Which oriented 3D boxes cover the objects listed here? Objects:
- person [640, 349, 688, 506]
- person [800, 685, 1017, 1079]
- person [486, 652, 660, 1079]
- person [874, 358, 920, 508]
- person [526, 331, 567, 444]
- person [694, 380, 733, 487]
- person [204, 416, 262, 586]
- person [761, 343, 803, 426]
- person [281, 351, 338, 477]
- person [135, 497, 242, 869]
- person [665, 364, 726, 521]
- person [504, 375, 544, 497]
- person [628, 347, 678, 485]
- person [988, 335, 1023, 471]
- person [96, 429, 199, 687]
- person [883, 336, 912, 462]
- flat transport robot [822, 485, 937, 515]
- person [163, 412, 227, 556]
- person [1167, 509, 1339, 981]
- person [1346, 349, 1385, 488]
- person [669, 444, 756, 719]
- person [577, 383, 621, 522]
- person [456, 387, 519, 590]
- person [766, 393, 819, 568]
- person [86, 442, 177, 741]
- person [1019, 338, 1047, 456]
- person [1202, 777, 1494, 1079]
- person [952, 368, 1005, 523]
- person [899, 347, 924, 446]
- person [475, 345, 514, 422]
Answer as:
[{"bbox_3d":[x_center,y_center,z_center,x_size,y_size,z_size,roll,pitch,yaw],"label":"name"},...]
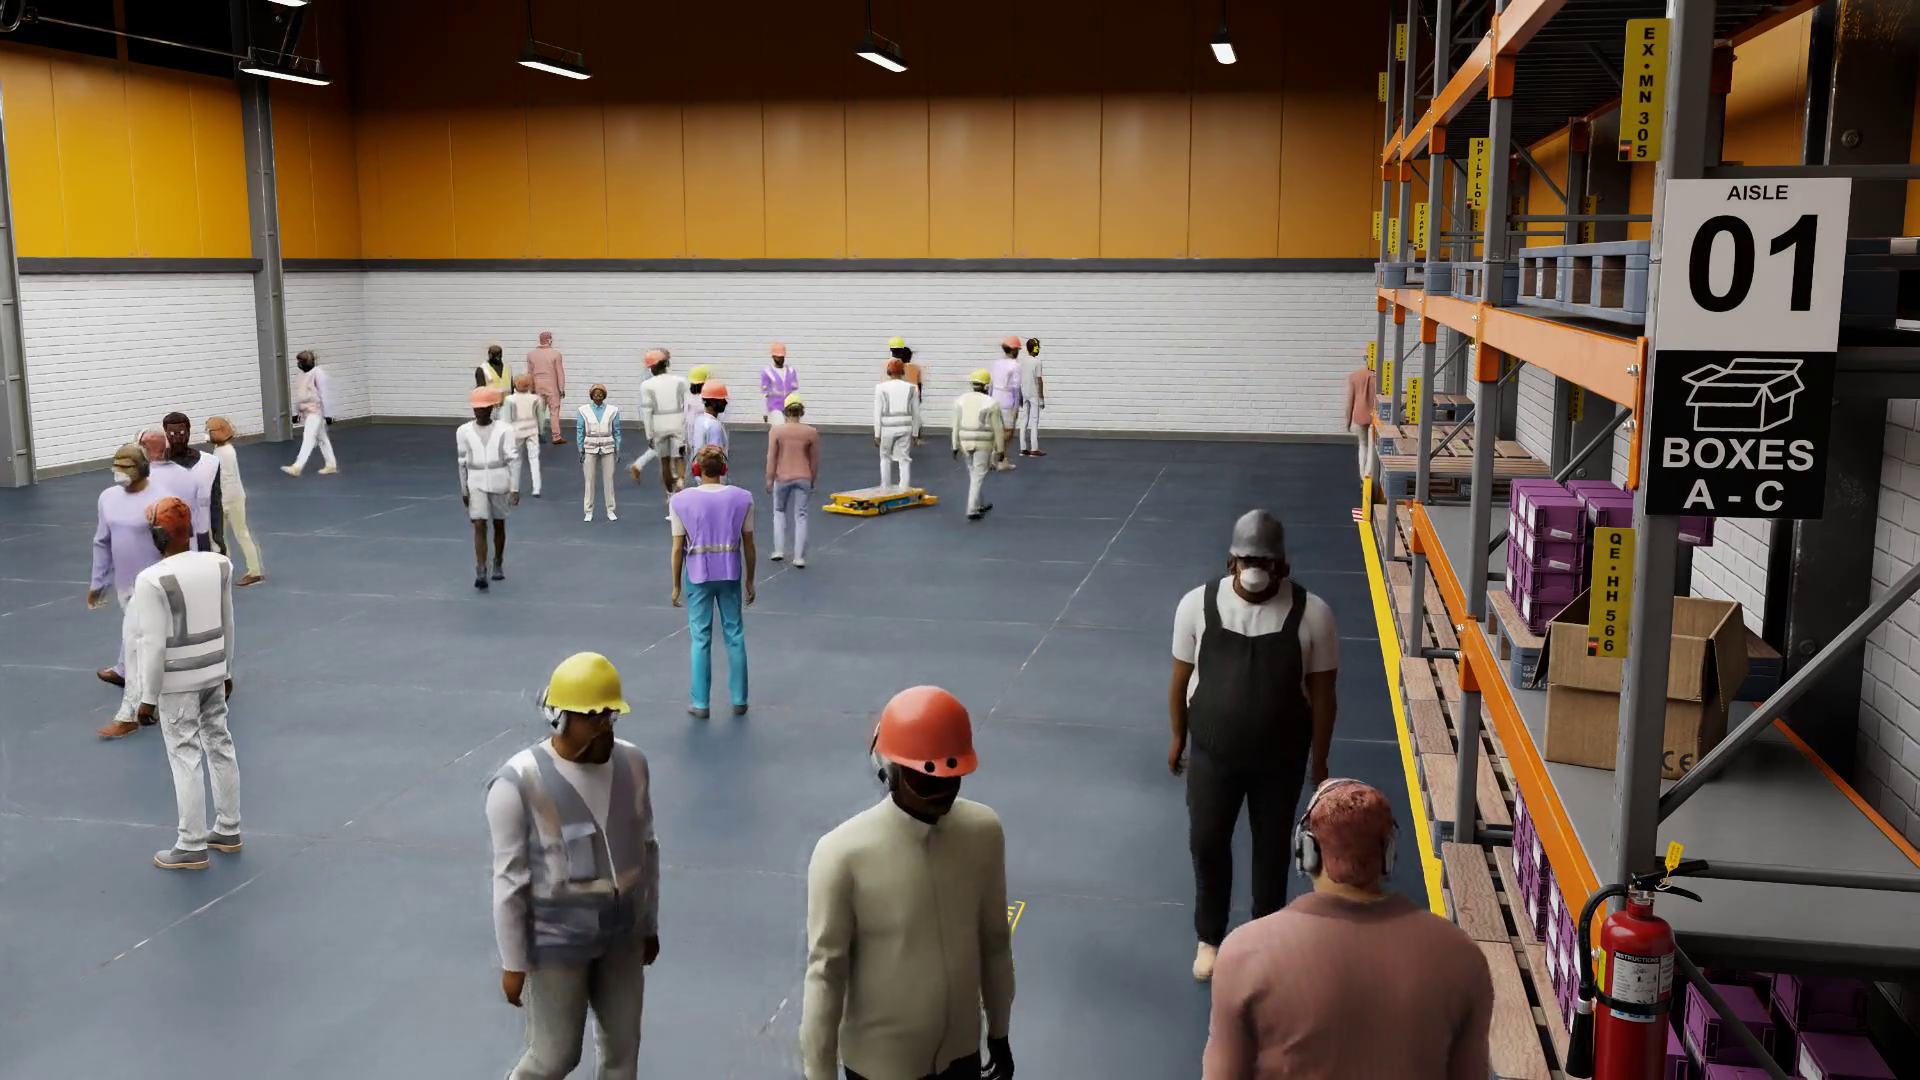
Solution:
[{"bbox_3d":[-3.602,-1.362,20.549,0.654,2.001,0.805,-3,10,-15],"label":"person"},{"bbox_3d":[-0.146,1.323,4.427,0.636,1.975,0.556,-8,12,-39],"label":"person"},{"bbox_3d":[-1.238,1.242,5.389,0.609,1.816,0.608,-9,13,-44],"label":"person"},{"bbox_3d":[-0.825,-1.359,20.974,0.619,1.846,0.876,-3,10,-16],"label":"person"},{"bbox_3d":[-6.958,-2.564,28.074,0.652,1.904,0.402,2,10,13],"label":"person"},{"bbox_3d":[-2.347,-0.569,15.952,0.362,1.935,0.553,-5,10,-26],"label":"person"},{"bbox_3d":[-6.912,-0.347,15.565,0.661,1.603,0.544,-7,11,-34],"label":"person"},{"bbox_3d":[-2.650,-1.953,24.413,0.545,1.917,0.869,-7,12,-35],"label":"person"},{"bbox_3d":[-9.359,-1.802,23.816,0.651,1.791,0.955,9,13,42],"label":"person"},{"bbox_3d":[-3.891,0.713,8.379,0.356,1.887,0.572,3,10,19],"label":"person"},{"bbox_3d":[-3.060,-1.177,19.855,0.980,1.865,0.641,-7,12,-36],"label":"person"},{"bbox_3d":[-5.722,-1.374,21.845,0.545,1.588,0.888,-5,11,-29],"label":"person"},{"bbox_3d":[-4.130,-1.664,22.615,0.770,1.914,0.631,-4,10,-22],"label":"person"},{"bbox_3d":[0.601,-1.983,24.288,0.767,2.013,0.621,-8,12,-40],"label":"person"},{"bbox_3d":[-5.771,0.138,11.904,0.938,1.864,0.657,3,10,20],"label":"person"},{"bbox_3d":[-0.977,-2.158,25.548,0.363,1.930,0.588,-5,11,-29],"label":"person"},{"bbox_3d":[-0.983,-0.504,20.571,0.652,0.197,1.431,7,12,38],"label":"flat transport robot"},{"bbox_3d":[-5.938,-0.025,12.730,0.586,1.920,0.386,-5,11,-30],"label":"person"},{"bbox_3d":[1.226,0.858,7.045,0.720,2.000,0.699,2,10,12],"label":"person"},{"bbox_3d":[5.536,-1.629,22.233,0.646,1.965,0.752,6,11,33],"label":"person"},{"bbox_3d":[-1.641,0.282,11.114,0.570,1.839,0.373,-3,10,-19],"label":"person"},{"bbox_3d":[-4.266,-1.036,19.664,0.511,1.640,0.308,-3,10,-17],"label":"person"},{"bbox_3d":[-4.443,-0.498,15.674,0.562,1.883,0.986,-2,10,-12],"label":"person"},{"bbox_3d":[-1.686,-0.599,16.729,0.548,1.734,0.553,-2,10,-14],"label":"person"},{"bbox_3d":[-5.344,0.287,10.960,0.634,1.895,1.022,4,10,24],"label":"person"},{"bbox_3d":[1.130,-2.254,26.323,0.533,1.864,0.311,9,13,44],"label":"person"},{"bbox_3d":[0.897,1.493,3.784,0.663,1.867,0.867,-2,10,-9],"label":"person"},{"bbox_3d":[0.286,-1.132,19.744,0.626,1.798,0.853,6,11,33],"label":"person"},{"bbox_3d":[-0.824,-2.352,27.511,0.331,1.673,0.771,7,12,35],"label":"person"},{"bbox_3d":[-7.164,-2.107,25.673,0.646,1.793,0.977,-8,12,-39],"label":"person"}]
